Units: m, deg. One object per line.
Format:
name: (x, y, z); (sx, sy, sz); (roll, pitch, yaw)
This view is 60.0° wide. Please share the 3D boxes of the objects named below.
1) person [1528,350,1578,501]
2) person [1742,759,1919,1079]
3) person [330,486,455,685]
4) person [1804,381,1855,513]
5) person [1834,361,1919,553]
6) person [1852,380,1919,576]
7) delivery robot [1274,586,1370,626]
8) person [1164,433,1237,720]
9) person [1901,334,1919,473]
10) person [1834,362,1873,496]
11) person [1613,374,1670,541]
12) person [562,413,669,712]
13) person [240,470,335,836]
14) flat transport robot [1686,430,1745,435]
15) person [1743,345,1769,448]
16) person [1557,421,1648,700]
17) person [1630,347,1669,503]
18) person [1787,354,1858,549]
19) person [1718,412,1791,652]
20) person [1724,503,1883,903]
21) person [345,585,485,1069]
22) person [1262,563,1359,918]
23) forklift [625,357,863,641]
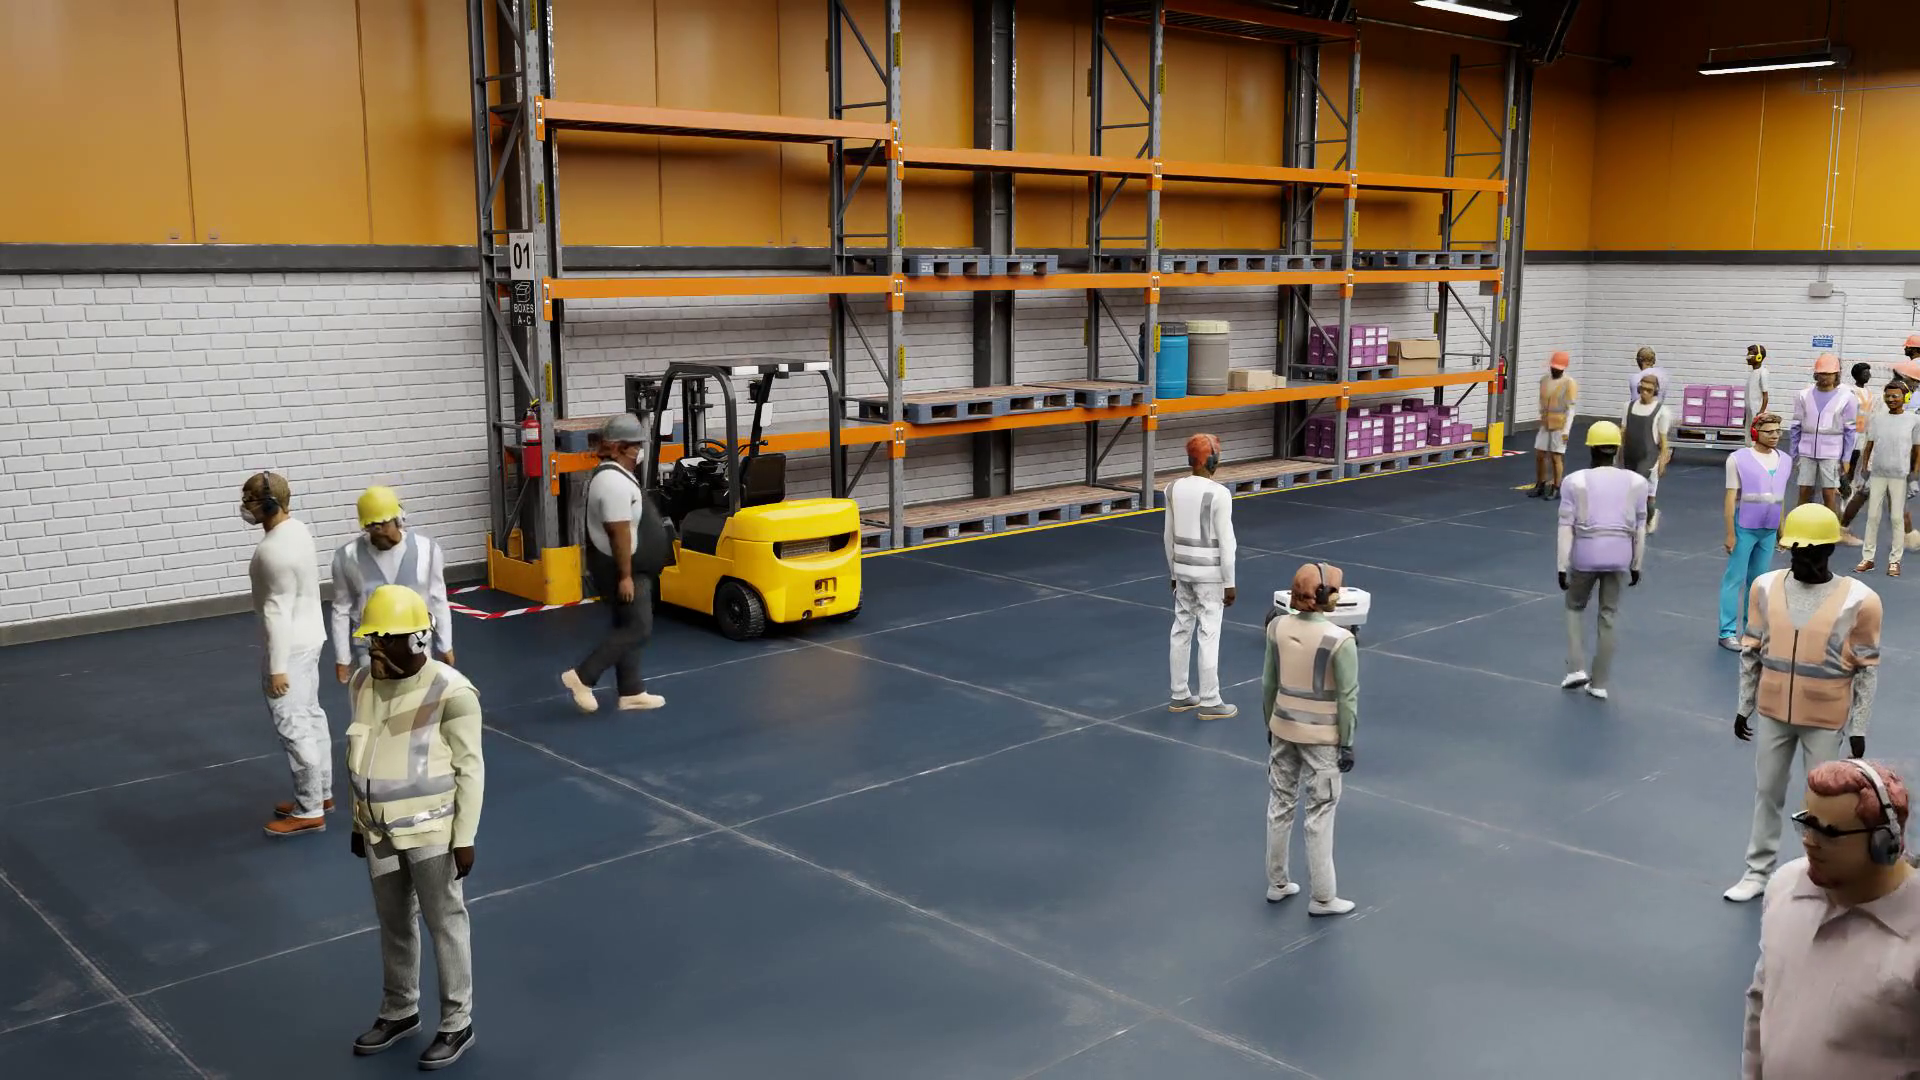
person: (7.337, -1.406, 20.546); (0.507, 1.889, 0.593); (-6, 11, -32)
person: (2.112, 1.429, 3.949); (0.469, 1.889, 0.654); (-3, 10, -16)
person: (-3.119, 0.585, 9.157); (0.645, 1.798, 0.432); (-4, 11, -23)
person: (10.088, -1.194, 19.321); (0.801, 1.893, 0.597); (-6, 11, -31)
person: (9.572, -0.855, 17.095); (1.044, 1.963, 0.625); (8, 12, 37)
person: (8.856, -0.593, 15.853); (0.531, 1.870, 0.317); (9, 13, 43)
delivery robot: (2.828, 0.507, 12.979); (0.707, 0.478, 0.477); (-2, 10, -14)
person: (1.588, 0.239, 10.941); (0.355, 1.884, 0.576); (-8, 12, -39)
person: (13.363, -1.917, 23.393); (0.545, 1.942, 0.351); (-8, 13, -40)
person: (11.352, -1.403, 21.098); (0.530, 1.697, 0.322); (-5, 11, -28)
person: (7.238, -0.863, 17.588); (0.777, 1.820, 0.526); (-7, 12, -36)
person: (-2.249, 0.159, 10.951); (0.657, 2.000, 0.696); (-2, 10, -13)
person: (-3.538, 0.591, 8.765); (0.365, 1.931, 0.629); (-2, 10, -10)
flat transport robot: (12.189, -1.616, 26.513); (0.652, 0.197, 1.431); (0, 10, -2)
person: (10.511, -1.651, 22.049); (0.312, 1.869, 0.538); (1, 10, 6)
person: (4.397, 0.139, 11.441); (0.600, 1.908, 0.451); (1, 10, 8)
person: (8.364, -1.391, 20.335); (0.627, 1.935, 0.371); (-6, 12, -33)
person: (8.808, -0.884, 17.048); (0.615, 2.041, 0.377); (9, 14, 44)
person: (6.129, -0.069, 12.849); (0.563, 1.848, 0.390); (-3, 10, -17)
person: (3.855, 0.782, 7.631); (0.382, 1.924, 0.594); (-9, 13, -41)
person: (-2.072, 1.065, 6.250); (0.601, 1.831, 0.404); (4, 11, 24)
person: (1.610, 0.917, 7.695); (0.315, 1.636, 0.514); (-8, 12, -39)
forklift: (-1.847, -0.414, 13.852); (1.214, 2.155, 2.313); (-9, 13, -42)
